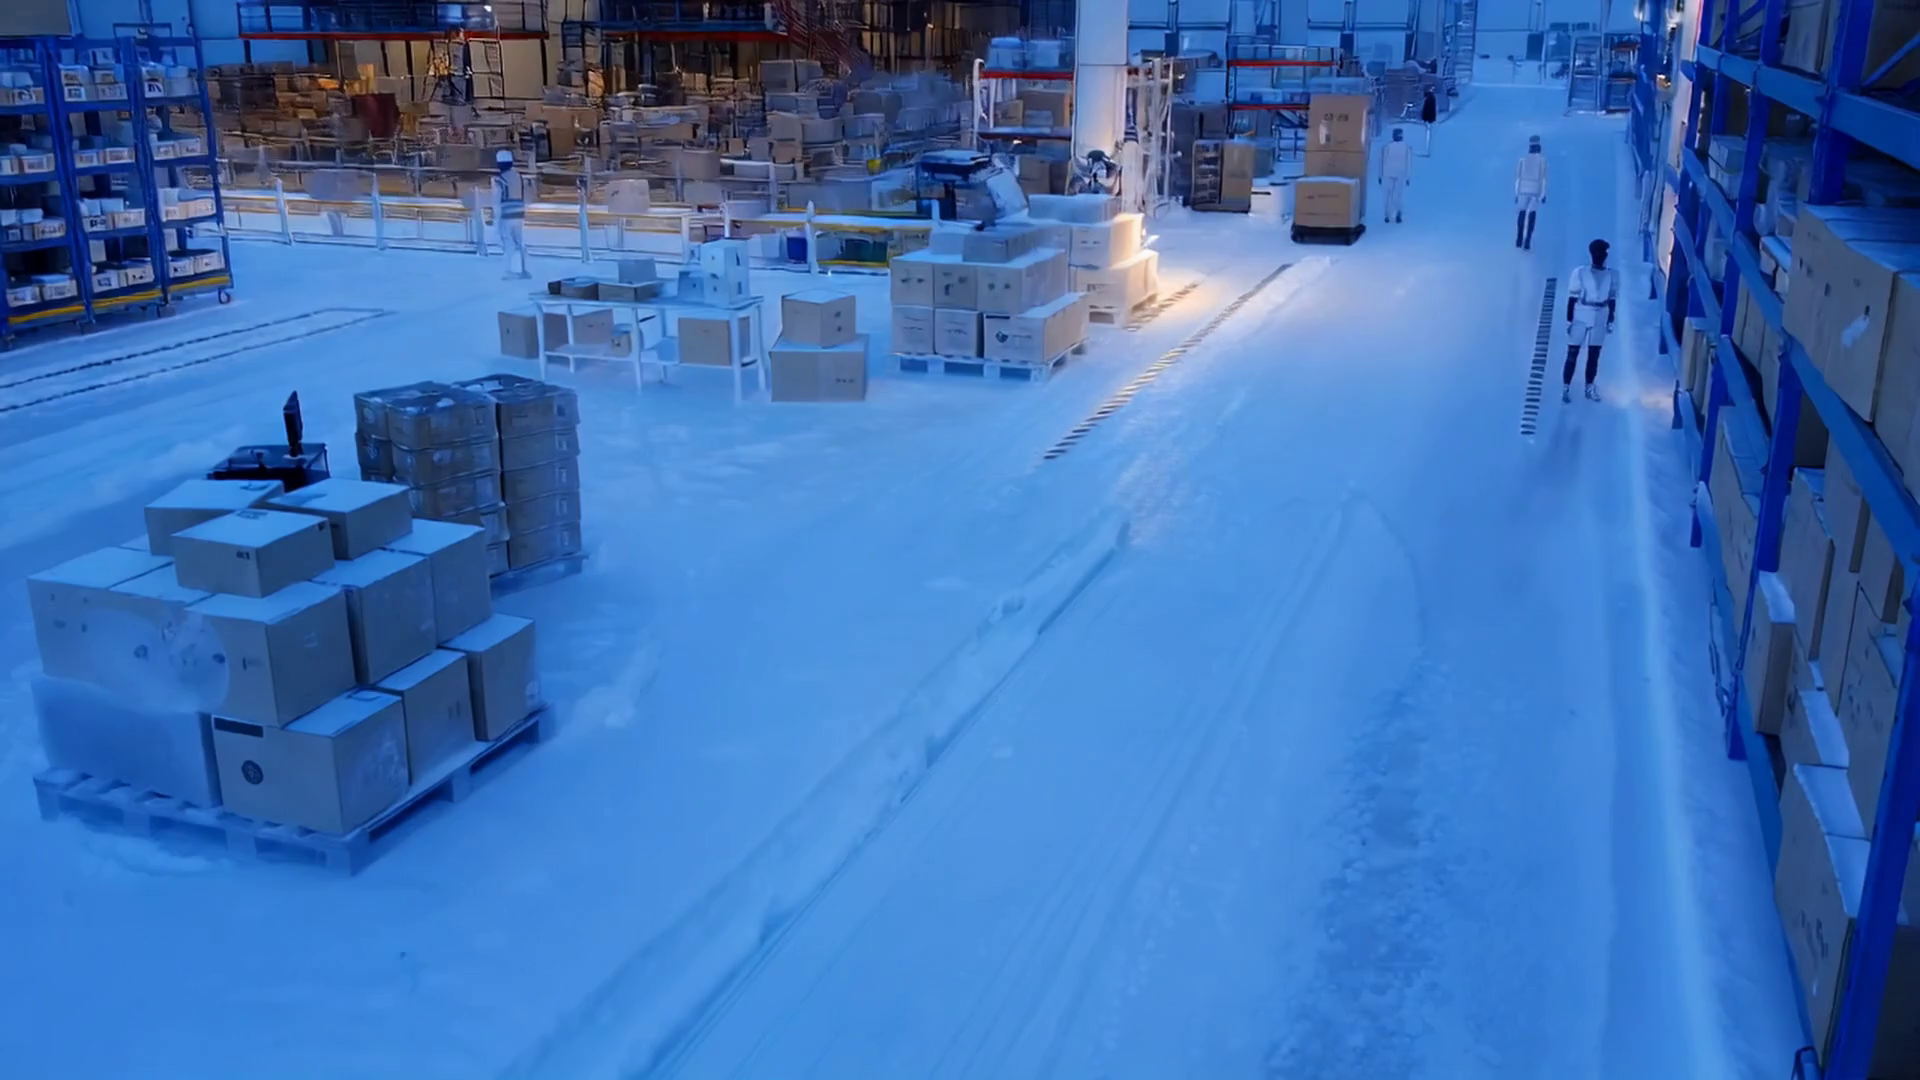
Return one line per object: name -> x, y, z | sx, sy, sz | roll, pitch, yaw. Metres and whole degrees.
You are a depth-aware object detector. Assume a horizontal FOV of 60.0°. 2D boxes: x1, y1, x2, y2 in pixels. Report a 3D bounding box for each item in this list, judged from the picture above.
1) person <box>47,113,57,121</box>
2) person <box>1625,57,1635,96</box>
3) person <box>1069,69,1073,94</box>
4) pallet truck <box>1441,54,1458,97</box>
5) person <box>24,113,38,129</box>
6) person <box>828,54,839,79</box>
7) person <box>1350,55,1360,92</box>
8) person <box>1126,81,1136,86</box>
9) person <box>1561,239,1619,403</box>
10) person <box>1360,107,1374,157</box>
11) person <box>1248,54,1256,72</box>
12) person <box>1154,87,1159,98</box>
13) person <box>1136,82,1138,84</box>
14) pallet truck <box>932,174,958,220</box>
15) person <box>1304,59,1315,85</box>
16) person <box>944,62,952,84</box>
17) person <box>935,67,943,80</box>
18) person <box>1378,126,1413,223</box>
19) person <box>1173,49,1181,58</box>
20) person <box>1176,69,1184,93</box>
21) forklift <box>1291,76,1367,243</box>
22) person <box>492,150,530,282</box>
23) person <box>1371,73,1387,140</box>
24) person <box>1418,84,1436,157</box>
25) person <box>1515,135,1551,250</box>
person -> -29.877, -14.376, 54.685 | 0.608, 2.044, 0.371 | -16, 24, -41
person -> 32.441, -22.265, 79.699 | 0.877, 1.911, 0.548 | 7, 19, 20
person -> 4.546, -17.627, 65.383 | 0.434, 1.745, 0.543 | 14, 22, 37
pallet truck -> 22.765, -21.886, 78.355 | 0.823, 1.965, 1.885 | -4, 18, -14
person -> -31.783, -14.919, 56.612 | 0.651, 1.907, 0.409 | -9, 20, -27
person -> -6.202, -22.860, 81.604 | 0.582, 1.882, 0.351 | 10, 20, 27
person -> 18.804, -22.025, 78.924 | 0.530, 1.921, 0.633 | -6, 19, -18
person -> 6.418, -16.588, 61.861 | 0.560, 1.903, 0.850 | -15, 23, -38
person -> 6.507, -2.260, 17.183 | 0.531, 1.692, 0.320 | -1, 18, -2
person -> 10.190, -10.208, 42.064 | 0.534, 1.745, 0.583 | 6, 19, 20
person -> 14.993, -23.956, 85.183 | 0.911, 1.807, 0.629 | -1, 18, -2
person -> 6.751, -15.001, 57.229 | 0.321, 1.686, 0.544 | 6, 19, 17
person -> 9.713, -26.378, 92.743 | 0.537, 1.831, 0.632 | 11, 21, 30
pallet truck -> -0.507, -5.292, 27.348 | 0.653, 1.274, 1.630 | 6, 19, 19
person -> 18.389, -24.685, 87.356 | 0.594, 1.873, 1.029 | -11, 21, -30
person -> -0.471, -18.370, 67.425 | 0.404, 1.921, 0.582 | 2, 18, 6
person -> -0.774, -16.322, 60.925 | 0.362, 1.963, 0.614 | -2, 18, -6
person -> 8.316, -6.980, 31.822 | 0.601, 1.816, 0.430 | 3, 18, 9
person -> 11.764, -25.687, 90.427 | 0.616, 1.923, 0.771 | -10, 20, -29
person -> 8.181, -16.690, 62.296 | 0.838, 1.841, 0.519 | 8, 19, 23
forklift -> 6.598, -6.755, 29.381 | 1.129, 2.768, 1.873 | 6, 19, 19
person -> -6.745, -4.848, 24.929 | 0.416, 1.940, 0.601 | 11, 21, 31
person -> 13.120, -13.677, 52.492 | 0.538, 2.000, 0.684 | -6, 19, -17
person -> 12.988, -11.637, 46.160 | 0.389, 1.991, 0.625 | 9, 20, 26
person -> 9.777, -5.955, 28.454 | 0.548, 1.891, 0.948 | 7, 19, 20
